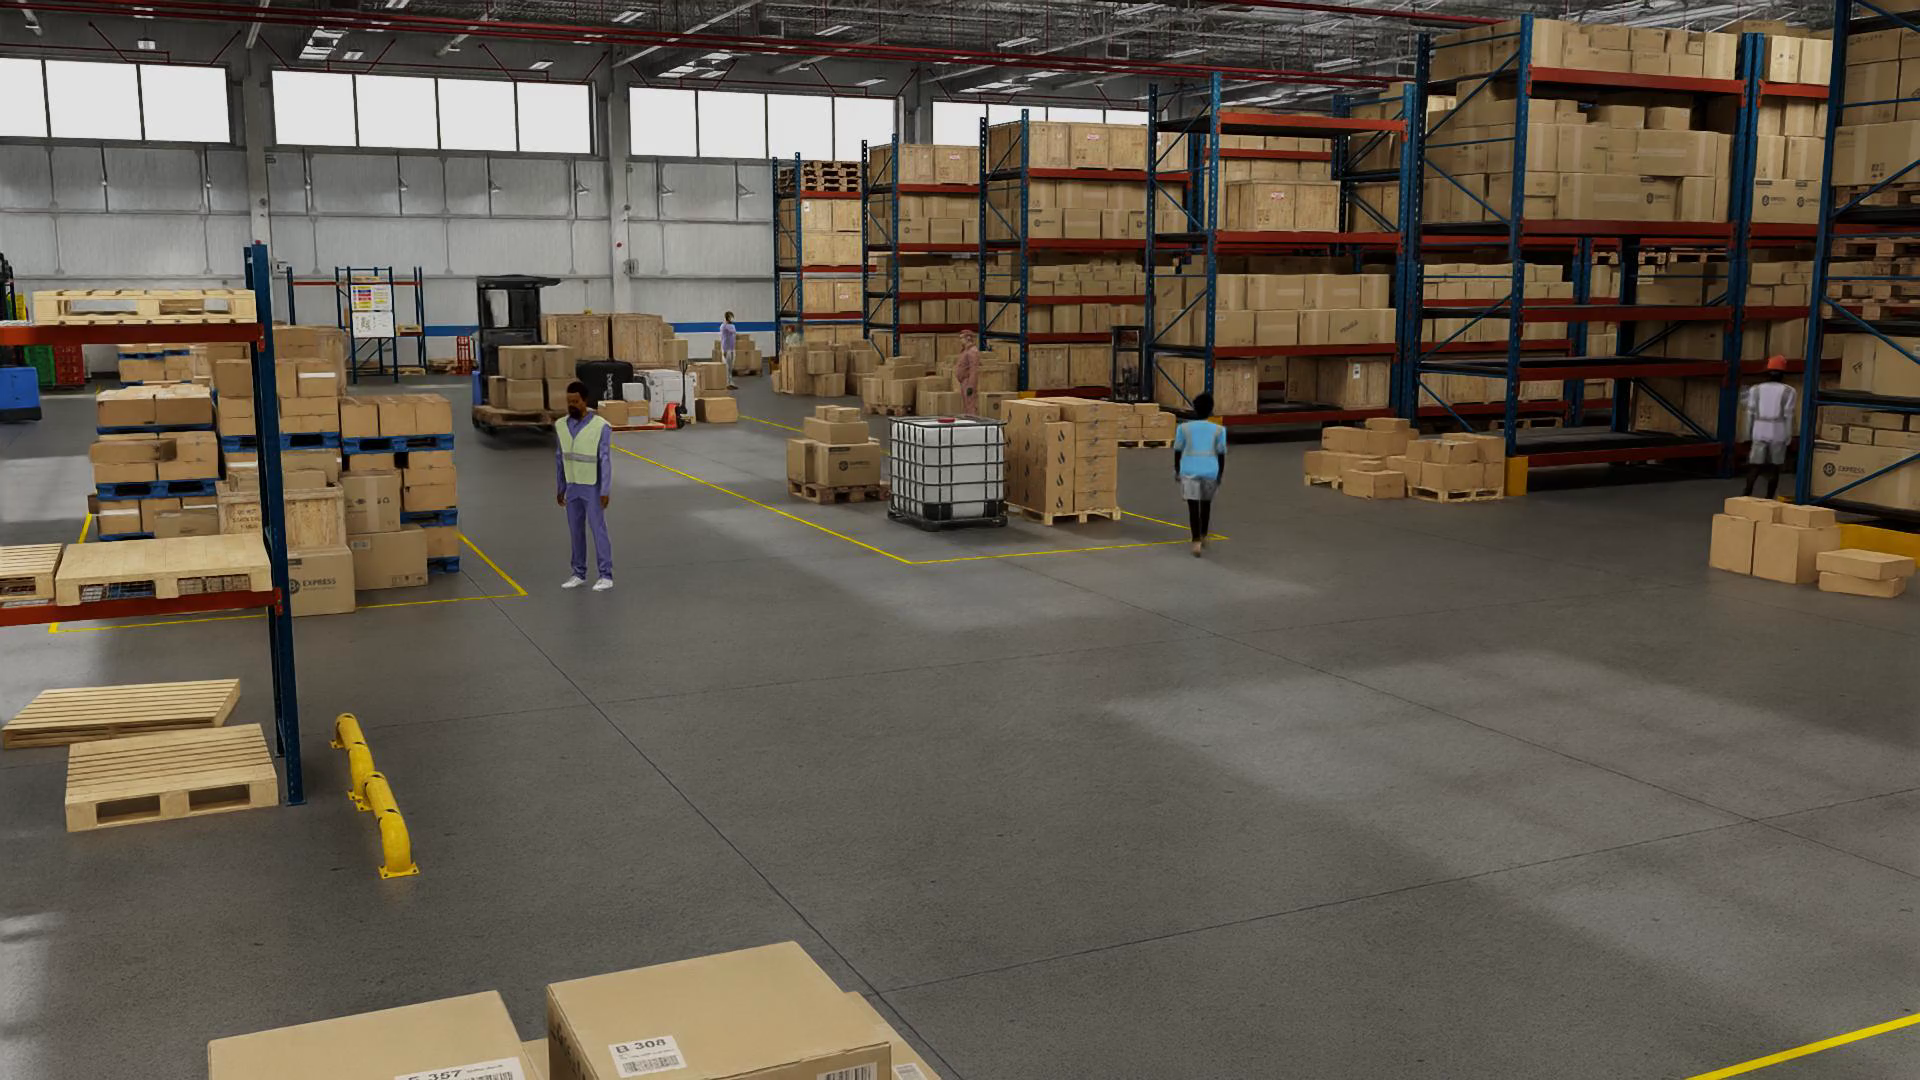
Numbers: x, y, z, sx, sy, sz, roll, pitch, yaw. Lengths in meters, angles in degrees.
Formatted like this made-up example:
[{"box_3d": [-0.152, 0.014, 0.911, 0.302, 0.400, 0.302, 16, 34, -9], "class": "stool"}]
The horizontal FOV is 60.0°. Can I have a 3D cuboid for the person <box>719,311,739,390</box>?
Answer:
[{"box_3d": [-5.673, -4.649, 40.841, 0.372, 1.940, 0.627, 3, 10, 16], "class": "person"}]

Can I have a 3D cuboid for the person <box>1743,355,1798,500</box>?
[{"box_3d": [9.622, -1.242, 19.779, 0.556, 1.915, 0.668, 8, 12, 41], "class": "person"}]

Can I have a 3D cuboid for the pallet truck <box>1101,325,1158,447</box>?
[{"box_3d": [2.881, -2.596, 27.923, 0.823, 1.965, 1.885, -1, 9, -7], "class": "pallet truck"}]

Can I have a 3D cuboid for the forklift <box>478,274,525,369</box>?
[{"box_3d": [-11.301, -5.373, 42.420, 1.873, 2.768, 1.129, -4, 10, -25], "class": "forklift"}]

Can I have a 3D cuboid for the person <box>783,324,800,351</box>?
[{"box_3d": [-4.218, -4.530, 41.151, 0.894, 1.586, 0.527, -7, 11, -37], "class": "person"}]

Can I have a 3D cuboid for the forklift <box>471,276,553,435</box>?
[{"box_3d": [-8.175, -3.376, 30.033, 1.129, 2.768, 1.873, -4, 10, -26], "class": "forklift"}]

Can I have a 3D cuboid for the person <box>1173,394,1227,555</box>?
[{"box_3d": [2.470, -0.682, 17.161, 0.530, 1.642, 0.918, 0, 9, -1], "class": "person"}]

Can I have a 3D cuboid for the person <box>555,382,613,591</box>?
[{"box_3d": [-3.407, -0.488, 15.142, 0.585, 1.908, 0.386, 4, 10, 25], "class": "person"}]

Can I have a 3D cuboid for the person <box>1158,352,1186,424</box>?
[{"box_3d": [3.832, -2.954, 30.361, 0.896, 1.936, 0.608, -6, 11, -35], "class": "person"}]

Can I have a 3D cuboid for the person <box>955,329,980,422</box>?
[{"box_3d": [0.123, -2.689, 28.777, 0.411, 1.910, 0.643, -2, 9, -12], "class": "person"}]

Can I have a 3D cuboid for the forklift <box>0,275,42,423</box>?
[{"box_3d": [-18.594, -3.649, 31.728, 1.873, 2.768, 1.129, 6, 11, 34], "class": "forklift"}]
